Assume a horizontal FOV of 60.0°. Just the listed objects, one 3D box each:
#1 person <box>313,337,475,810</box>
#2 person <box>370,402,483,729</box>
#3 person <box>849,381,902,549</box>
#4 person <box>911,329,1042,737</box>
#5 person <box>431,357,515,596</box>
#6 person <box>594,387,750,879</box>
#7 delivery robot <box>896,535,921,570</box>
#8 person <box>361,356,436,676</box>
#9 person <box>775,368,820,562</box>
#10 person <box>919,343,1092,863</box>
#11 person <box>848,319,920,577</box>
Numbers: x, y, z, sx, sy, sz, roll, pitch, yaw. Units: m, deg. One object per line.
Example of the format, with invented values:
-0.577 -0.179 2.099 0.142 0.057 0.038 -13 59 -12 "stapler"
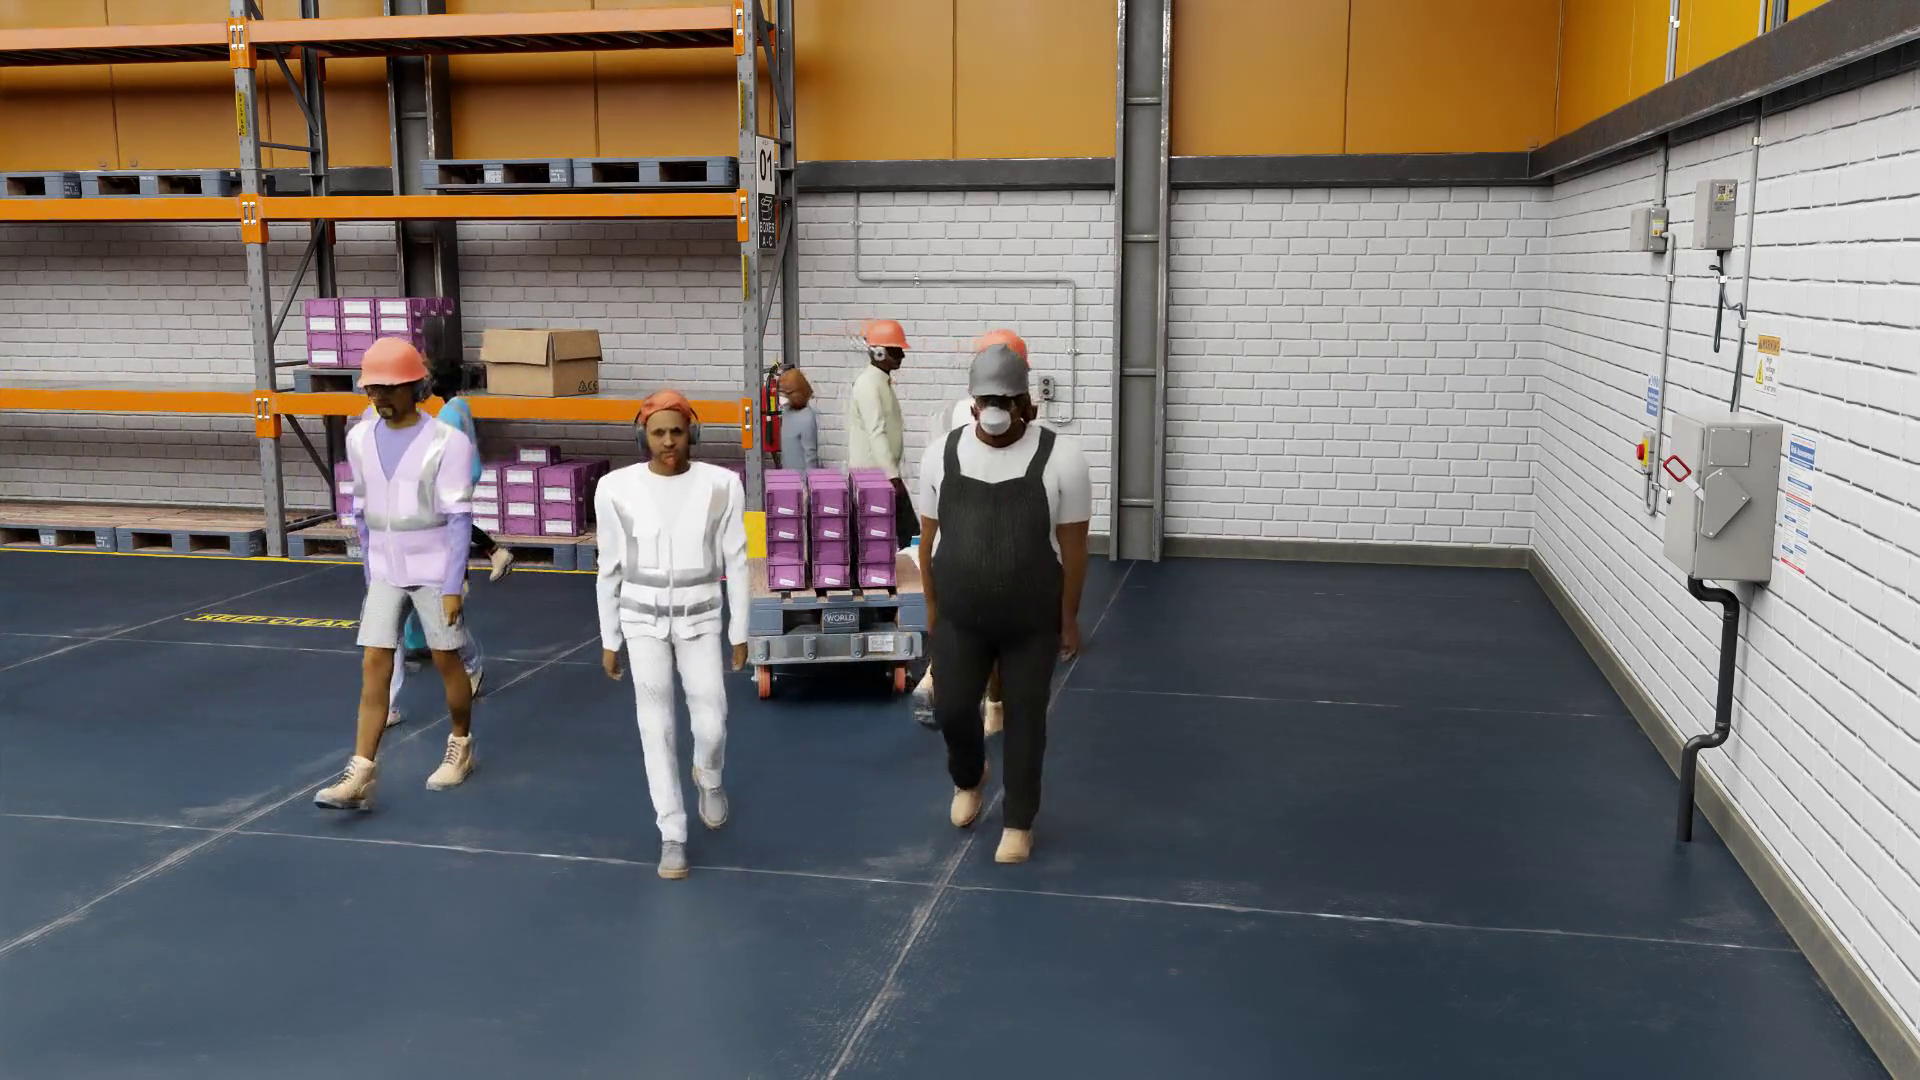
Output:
-2.382 0.160 7.039 0.627 2.000 0.987 3 10 15 "person"
-2.761 0.058 8.515 0.531 1.724 0.895 2 10 14 "person"
-0.567 -0.309 11.152 0.863 1.584 0.499 -3 10 -15 "person"
0.098 -0.005 8.036 0.637 2.012 0.677 9 13 43 "person"
-3.439 -0.432 11.604 0.463 1.684 0.532 -2 10 -10 "person"
-1.103 0.333 6.415 0.580 1.866 0.526 -2 10 -9 "person"
-0.278 0.208 10.826 0.707 0.478 0.477 3 10 20 "delivery robot"
-3.052 -0.132 9.367 0.584 1.813 0.690 7 12 37 "person"
-1.066 -0.400 11.579 0.481 1.609 0.571 -4 10 -23 "person"
0.157 0.242 6.447 0.689 2.000 0.552 2 10 10 "person"
-0.389 -0.414 10.618 0.879 1.959 0.634 2 10 13 "person"
